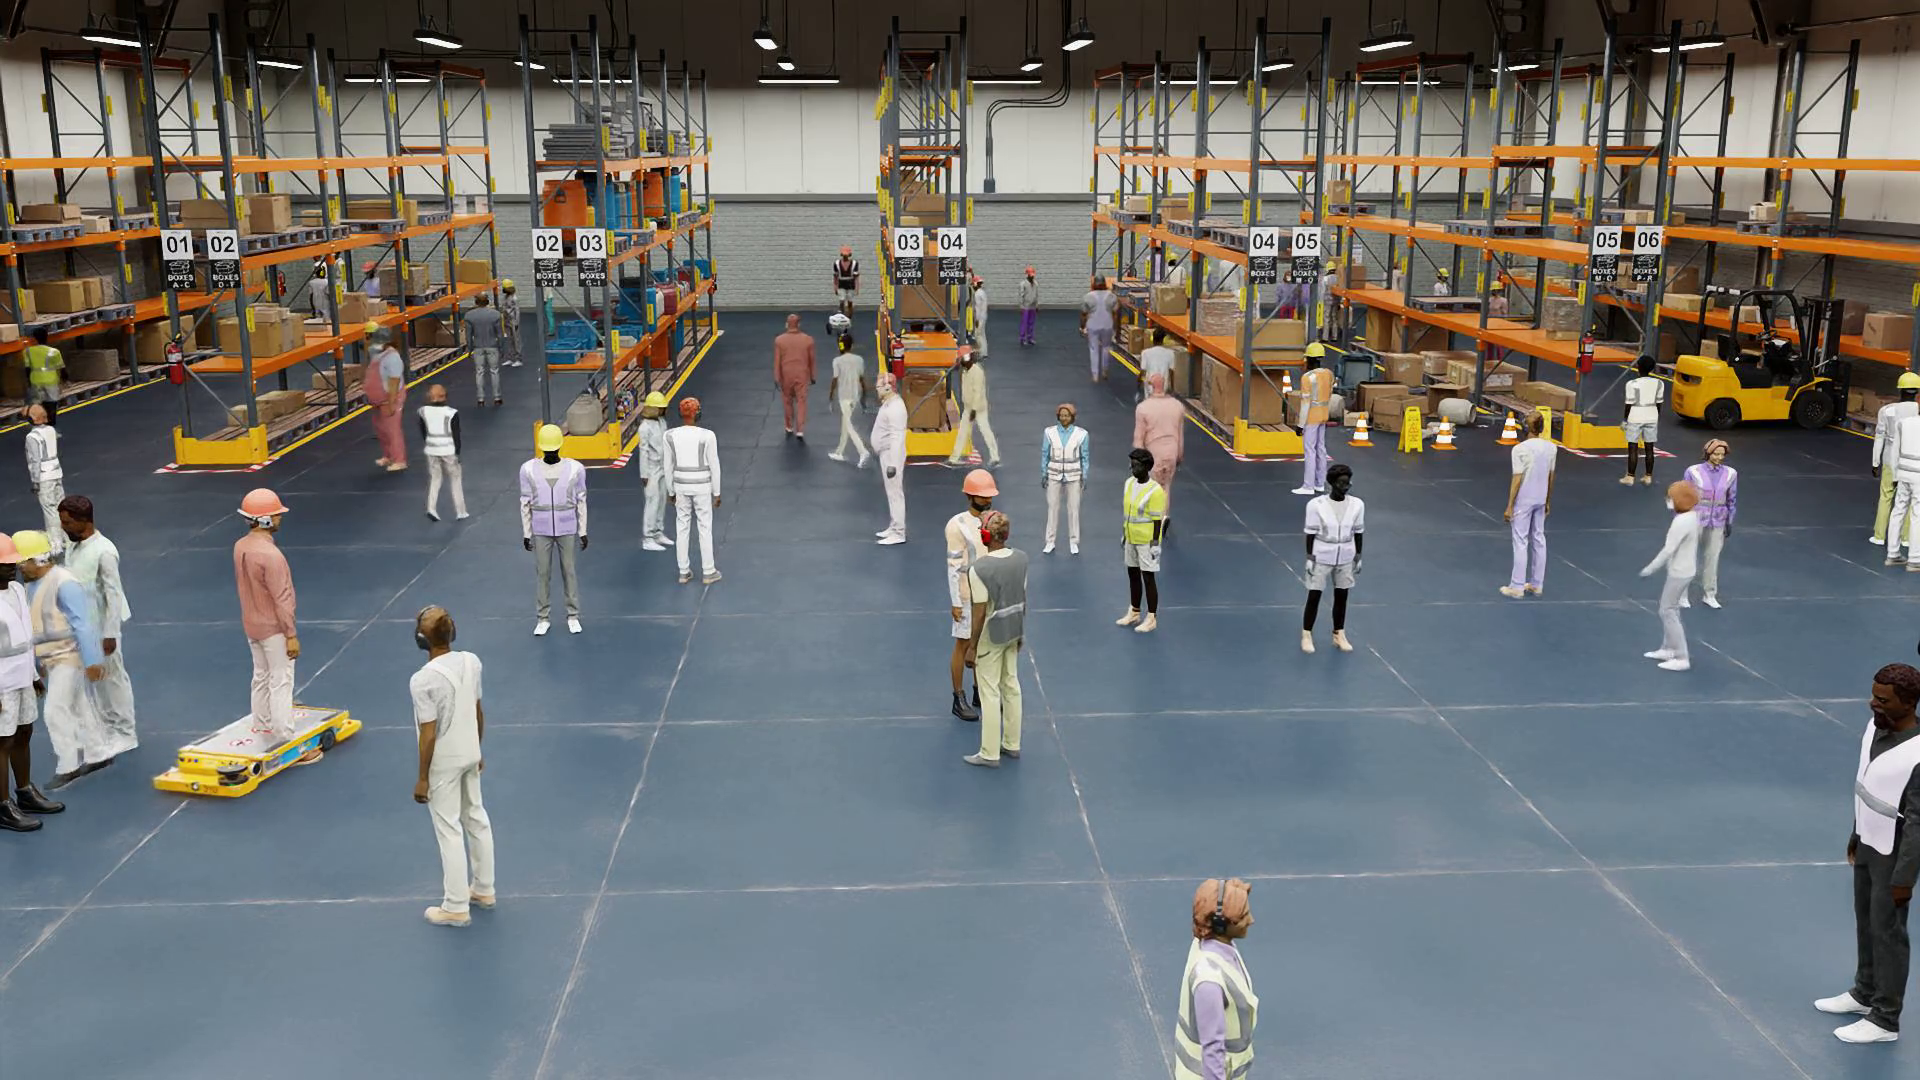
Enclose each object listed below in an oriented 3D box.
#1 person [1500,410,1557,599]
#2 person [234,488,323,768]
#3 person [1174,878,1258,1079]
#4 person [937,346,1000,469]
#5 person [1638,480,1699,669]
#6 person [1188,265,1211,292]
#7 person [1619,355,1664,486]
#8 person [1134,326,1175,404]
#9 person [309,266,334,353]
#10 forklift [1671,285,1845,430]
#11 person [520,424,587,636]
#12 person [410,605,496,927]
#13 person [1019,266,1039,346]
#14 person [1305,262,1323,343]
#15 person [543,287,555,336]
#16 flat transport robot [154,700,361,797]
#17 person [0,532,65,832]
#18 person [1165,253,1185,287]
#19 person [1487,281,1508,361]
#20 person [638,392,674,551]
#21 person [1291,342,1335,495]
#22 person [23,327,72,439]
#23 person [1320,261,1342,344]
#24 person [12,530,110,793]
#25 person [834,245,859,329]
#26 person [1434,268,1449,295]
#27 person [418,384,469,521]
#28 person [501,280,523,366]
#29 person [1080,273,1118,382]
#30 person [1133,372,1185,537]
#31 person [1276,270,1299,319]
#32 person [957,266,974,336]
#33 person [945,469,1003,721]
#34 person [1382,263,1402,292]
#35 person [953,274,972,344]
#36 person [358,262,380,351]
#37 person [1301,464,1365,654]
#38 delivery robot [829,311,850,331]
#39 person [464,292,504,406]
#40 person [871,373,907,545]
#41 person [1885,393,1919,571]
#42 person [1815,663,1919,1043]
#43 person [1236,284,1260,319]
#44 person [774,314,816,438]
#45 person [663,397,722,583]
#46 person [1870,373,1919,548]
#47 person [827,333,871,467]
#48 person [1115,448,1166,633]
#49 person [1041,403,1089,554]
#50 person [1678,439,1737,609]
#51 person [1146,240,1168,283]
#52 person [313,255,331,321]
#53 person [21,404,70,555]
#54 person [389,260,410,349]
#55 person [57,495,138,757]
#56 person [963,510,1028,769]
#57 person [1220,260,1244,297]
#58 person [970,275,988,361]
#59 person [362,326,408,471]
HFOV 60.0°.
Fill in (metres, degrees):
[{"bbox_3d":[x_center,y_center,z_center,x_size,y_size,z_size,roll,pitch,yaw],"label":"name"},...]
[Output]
[{"bbox_3d":[5.523,-0.347,16.155,0.517,1.843,0.325,-5,14,-21],"label":"person"},{"bbox_3d":[-4.857,0.619,11.742,0.612,1.995,0.376,11,17,39],"label":"person"},{"bbox_3d":[0.972,2.065,6.378,0.309,1.641,0.513,2,13,8],"label":"person"},{"bbox_3d":[0.158,-1.794,22.637,0.900,1.674,0.620,-8,15,-30],"label":"person"},{"bbox_3d":[5.963,0.290,13.954,0.473,1.613,0.509,7,15,27],"label":"person"},{"bbox_3d":[5.726,-5.945,39.783,0.587,1.894,0.891,-1,13,-4],"label":"person"},{"bbox_3d":[8.818,-1.540,21.526,0.531,1.698,0.320,-2,13,-8],"label":"person"},{"bbox_3d":[2.745,-2.094,23.556,0.558,1.847,0.409,-2,13,-9],"label":"person"},{"bbox_3d":[-13.594,-4.910,35.450,0.514,1.864,0.332,3,14,11],"label":"person"},{"bbox_3d":[12.503,-2.886,26.166,2.313,2.155,1.214,-1,13,-3],"label":"forklift"},{"bbox_3d":[-3.637,-0.095,14.933,0.584,1.919,0.375,-3,14,-11],"label":"person"},{"bbox_3d":[-2.867,1.262,9.346,0.339,1.842,0.507,6,15,24],"label":"person"},{"bbox_3d":[1.545,-5.175,36.806,0.572,1.749,0.343,-12,18,-42],"label":"person"},{"bbox_3d":[7.943,-5.298,37.211,0.448,1.809,0.701,-5,14,-21],"label":"person"},{"bbox_3d":[-9.644,-5.627,38.697,0.327,1.767,0.533,-2,13,-7],"label":"person"},{"bbox_3d":[-4.980,1.462,11.863,0.652,0.197,1.431,3,14,14],"label":"flat transport robot"},{"bbox_3d":[-6.086,0.897,10.685,0.360,1.939,0.543,0,13,0],"label":"person"},{"bbox_3d":[4.943,-5.824,39.245,0.620,1.899,0.597,-5,14,-21],"label":"person"},{"bbox_3d":[10.487,-4.192,32.617,0.327,1.767,0.533,-7,15,-28],"label":"person"},{"bbox_3d":[-3.304,-0.759,18.144,0.321,1.734,0.484,4,14,17],"label":"person"},{"bbox_3d":[4.450,-1.524,20.966,0.587,1.928,0.362,-12,18,-42],"label":"person"},{"bbox_3d":[-13.713,-2.364,25.016,0.560,1.679,0.594,0,13,1],"label":"person"},{"bbox_3d":[8.248,-5.289,37.116,0.591,1.833,0.404,-5,14,-22],"label":"person"},{"bbox_3d":[-6.208,0.812,11.334,0.611,1.800,0.660,10,17,38],"label":"person"},{"bbox_3d":[-2.732,-6.062,40.012,0.621,2.003,0.938,0,13,0],"label":"person"},{"bbox_3d":[10.382,-4.981,35.957,0.312,1.768,0.530,9,16,33],"label":"person"},{"bbox_3d":[-6.081,-1.010,19.443,0.524,1.622,0.530,2,13,7],"label":"person"},{"bbox_3d":[-9.014,-4.350,33.353,0.487,1.734,0.325,13,18,43],"label":"person"},{"bbox_3d":[2.600,-4.036,31.364,0.695,2.000,0.972,-1,13,-4],"label":"person"},{"bbox_3d":[2.233,-0.918,18.498,0.675,1.884,0.595,-6,15,-25],"label":"person"},{"bbox_3d":[7.321,-5.210,37.213,0.504,1.633,0.279,0,13,-1],"label":"person"},{"bbox_3d":[0.134,-5.593,38.892,0.356,1.613,0.789,-7,15,-26],"label":"person"},{"bbox_3d":[0.142,0.410,12.749,0.543,1.939,0.360,-13,18,-43],"label":"person"},{"bbox_3d":[10.760,-6.186,41.395,0.506,1.611,0.704,0,13,0],"label":"person"},{"bbox_3d":[0.017,-5.323,37.181,0.519,1.874,0.326,2,13,10],"label":"person"},{"bbox_3d":[-12.734,-5.053,36.010,0.561,1.877,1.004,2,13,9],"label":"person"},{"bbox_3d":[3.216,0.163,14.349,0.546,1.689,0.324,-2,13,-8],"label":"person"},{"bbox_3d":[-2.811,-5.110,38.899,0.477,0.478,0.707,-5,14,-19],"label":"delivery robot"},{"bbox_3d":[-8.041,-3.235,28.192,0.633,1.940,0.368,-3,14,-13],"label":"person"},{"bbox_3d":[-0.783,-0.903,18.386,0.403,1.904,0.652,-1,13,-4],"label":"person"},{"bbox_3d":[9.919,-0.625,17.246,0.354,1.886,0.572,-5,14,-18],"label":"person"},{"bbox_3d":[4.536,1.518,8.123,0.396,1.911,0.588,2,13,7],"label":"person"},{"bbox_3d":[5.640,-4.274,32.793,0.643,1.854,0.420,-7,15,-28],"label":"person"},{"bbox_3d":[-2.493,-2.482,25.201,0.651,1.856,1.011,-2,14,-10],"label":"person"},{"bbox_3d":[-2.674,-0.494,16.702,0.576,1.882,0.355,2,13,10],"label":"person"},{"bbox_3d":[10.331,-0.875,18.251,0.592,1.920,0.399,5,14,19],"label":"person"},{"bbox_3d":[-1.527,-1.947,22.994,0.532,1.827,0.926,-12,18,-41],"label":"person"},{"bbox_3d":[1.646,-0.002,15.037,0.318,1.690,0.538,-8,15,-30],"label":"person"},{"bbox_3d":[1.128,-0.664,17.935,0.512,1.642,0.312,2,13,10],"label":"person"},{"bbox_3d":[7.090,-0.155,15.806,0.514,1.634,0.313,1,13,3],"label":"person"},{"bbox_3d":[4.956,-6.498,41.788,0.609,2.044,0.394,6,14,23],"label":"person"},{"bbox_3d":[-15.759,-6.227,41.077,0.396,1.839,0.564,-1,13,-2],"label":"person"},{"bbox_3d":[-9.835,-0.652,17.896,0.314,1.636,0.515,-1,13,-3],"label":"person"},{"bbox_3d":[-11.972,-4.967,35.429,0.611,1.985,0.394,-1,13,-3],"label":"person"},{"bbox_3d":[-6.208,0.604,11.984,0.588,1.913,0.391,11,17,38],"label":"person"},{"bbox_3d":[0.264,0.700,11.717,0.377,1.844,0.570,11,17,39],"label":"person"},{"bbox_3d":[6.828,-6.416,41.860,0.672,1.863,0.896,9,16,33],"label":"person"},{"bbox_3d":[0.382,-4.578,34.331,0.397,1.744,0.585,3,14,11],"label":"person"},{"bbox_3d":[-7.765,-1.928,22.437,0.547,2.000,0.727,-11,17,-38],"label":"person"}]
